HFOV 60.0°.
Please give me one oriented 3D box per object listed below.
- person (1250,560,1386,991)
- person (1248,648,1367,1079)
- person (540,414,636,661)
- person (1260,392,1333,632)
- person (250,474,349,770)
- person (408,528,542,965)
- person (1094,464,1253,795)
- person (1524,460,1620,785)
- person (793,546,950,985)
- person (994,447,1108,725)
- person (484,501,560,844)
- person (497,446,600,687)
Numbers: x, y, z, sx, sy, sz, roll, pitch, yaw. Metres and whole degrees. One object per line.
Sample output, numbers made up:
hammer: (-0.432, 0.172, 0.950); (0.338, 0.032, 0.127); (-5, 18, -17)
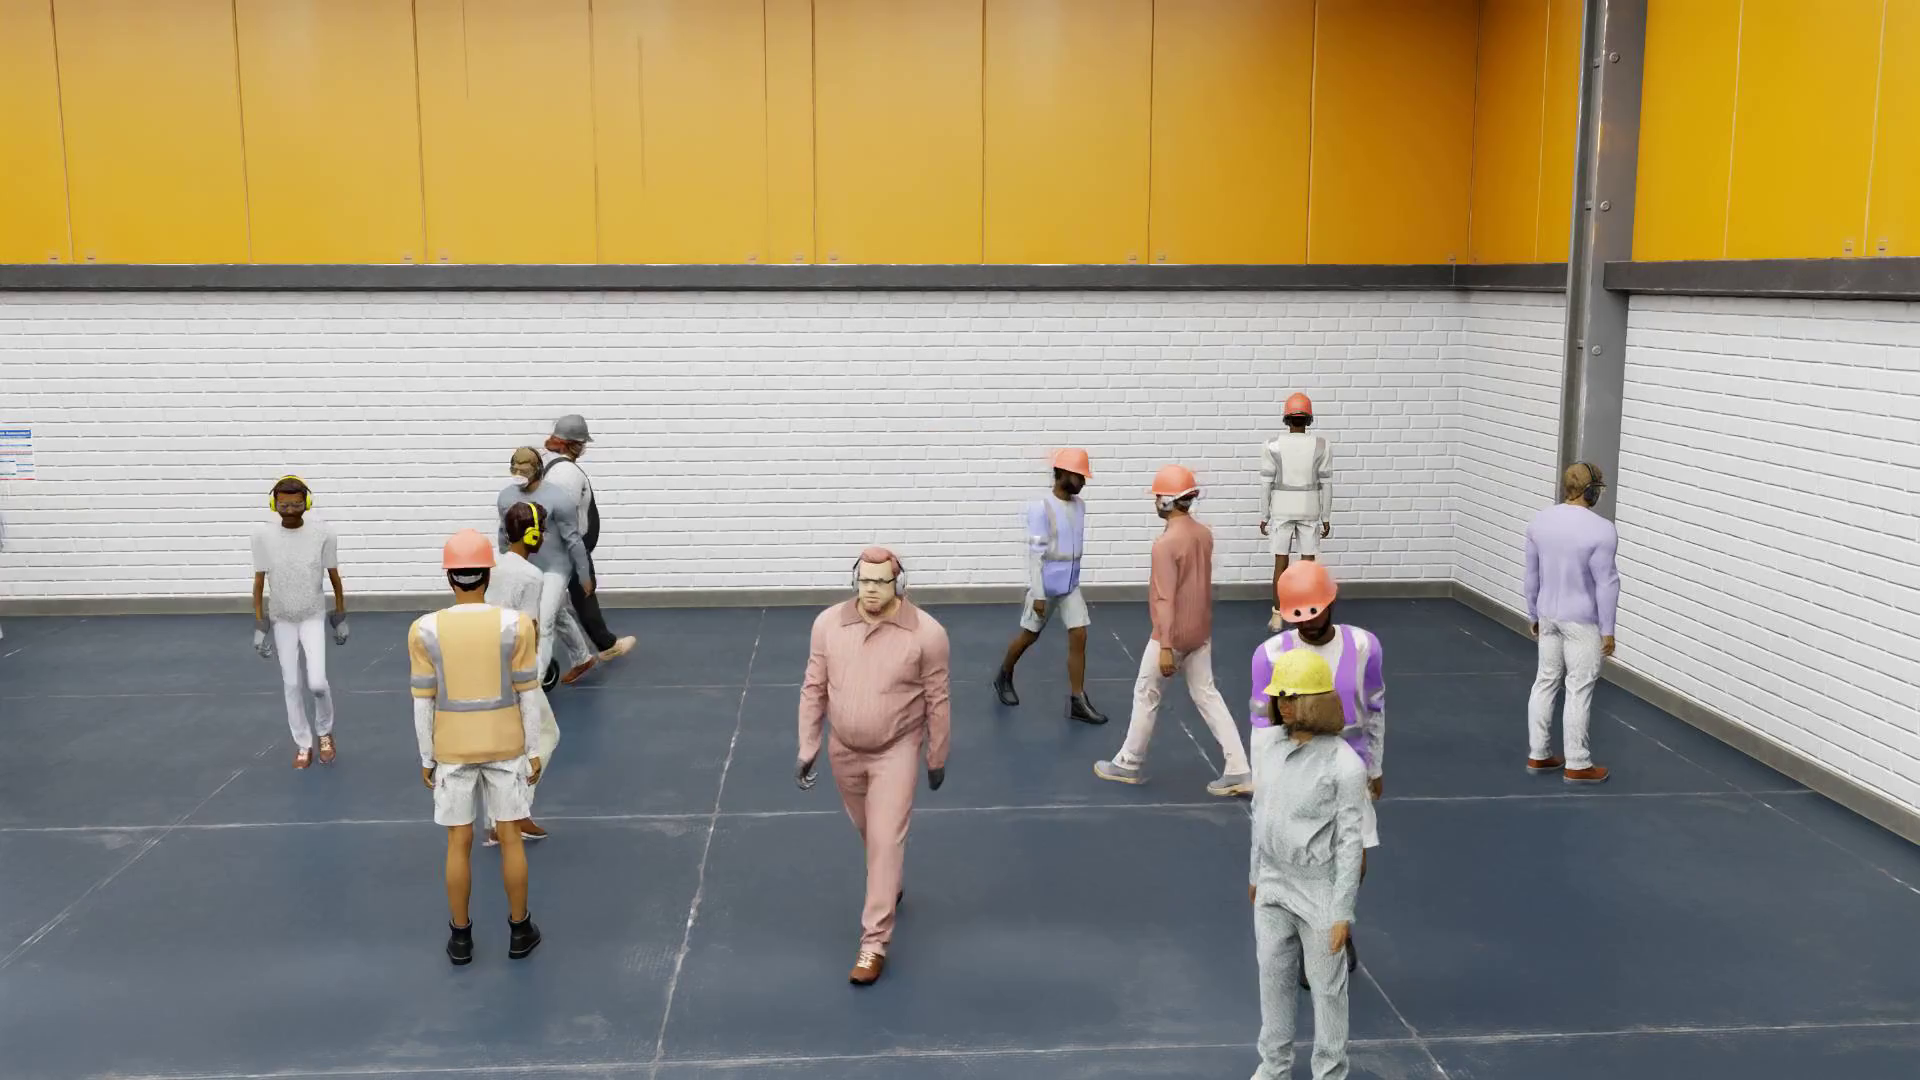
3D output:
person: (1.498, 0.992, 6.974); (0.594, 1.885, 0.621); (0, 9, 1)
person: (1.199, 1.233, 5.903); (0.313, 1.741, 0.490); (-7, 11, -36)
person: (-3.043, -0.019, 12.834); (1.021, 2.000, 0.806); (-8, 12, -40)
person: (2.848, -0.227, 14.124); (0.608, 2.048, 0.368); (1, 9, 9)
person: (-4.044, 0.505, 10.193); (0.511, 1.843, 0.443); (-2, 9, -13)
person: (-2.121, 0.910, 7.338); (0.544, 1.935, 0.361); (-2, 9, -13)
person: (1.299, 0.524, 9.728); (1.019, 1.948, 0.643); (7, 11, 38)
person: (3.662, 0.488, 9.971); (0.353, 1.937, 0.635); (-5, 10, -29)
person: (-0.381, 0.934, 7.459); (0.643, 1.858, 1.009); (3, 10, 20)
person: (0.613, 0.281, 11.477); (0.556, 1.885, 1.005); (-7, 12, -39)
person: (-2.365, 0.716, 8.875); (0.511, 1.842, 0.462); (6, 11, 35)
person: (-2.923, 0.232, 11.849); (0.672, 1.874, 1.092); (5, 10, 29)
